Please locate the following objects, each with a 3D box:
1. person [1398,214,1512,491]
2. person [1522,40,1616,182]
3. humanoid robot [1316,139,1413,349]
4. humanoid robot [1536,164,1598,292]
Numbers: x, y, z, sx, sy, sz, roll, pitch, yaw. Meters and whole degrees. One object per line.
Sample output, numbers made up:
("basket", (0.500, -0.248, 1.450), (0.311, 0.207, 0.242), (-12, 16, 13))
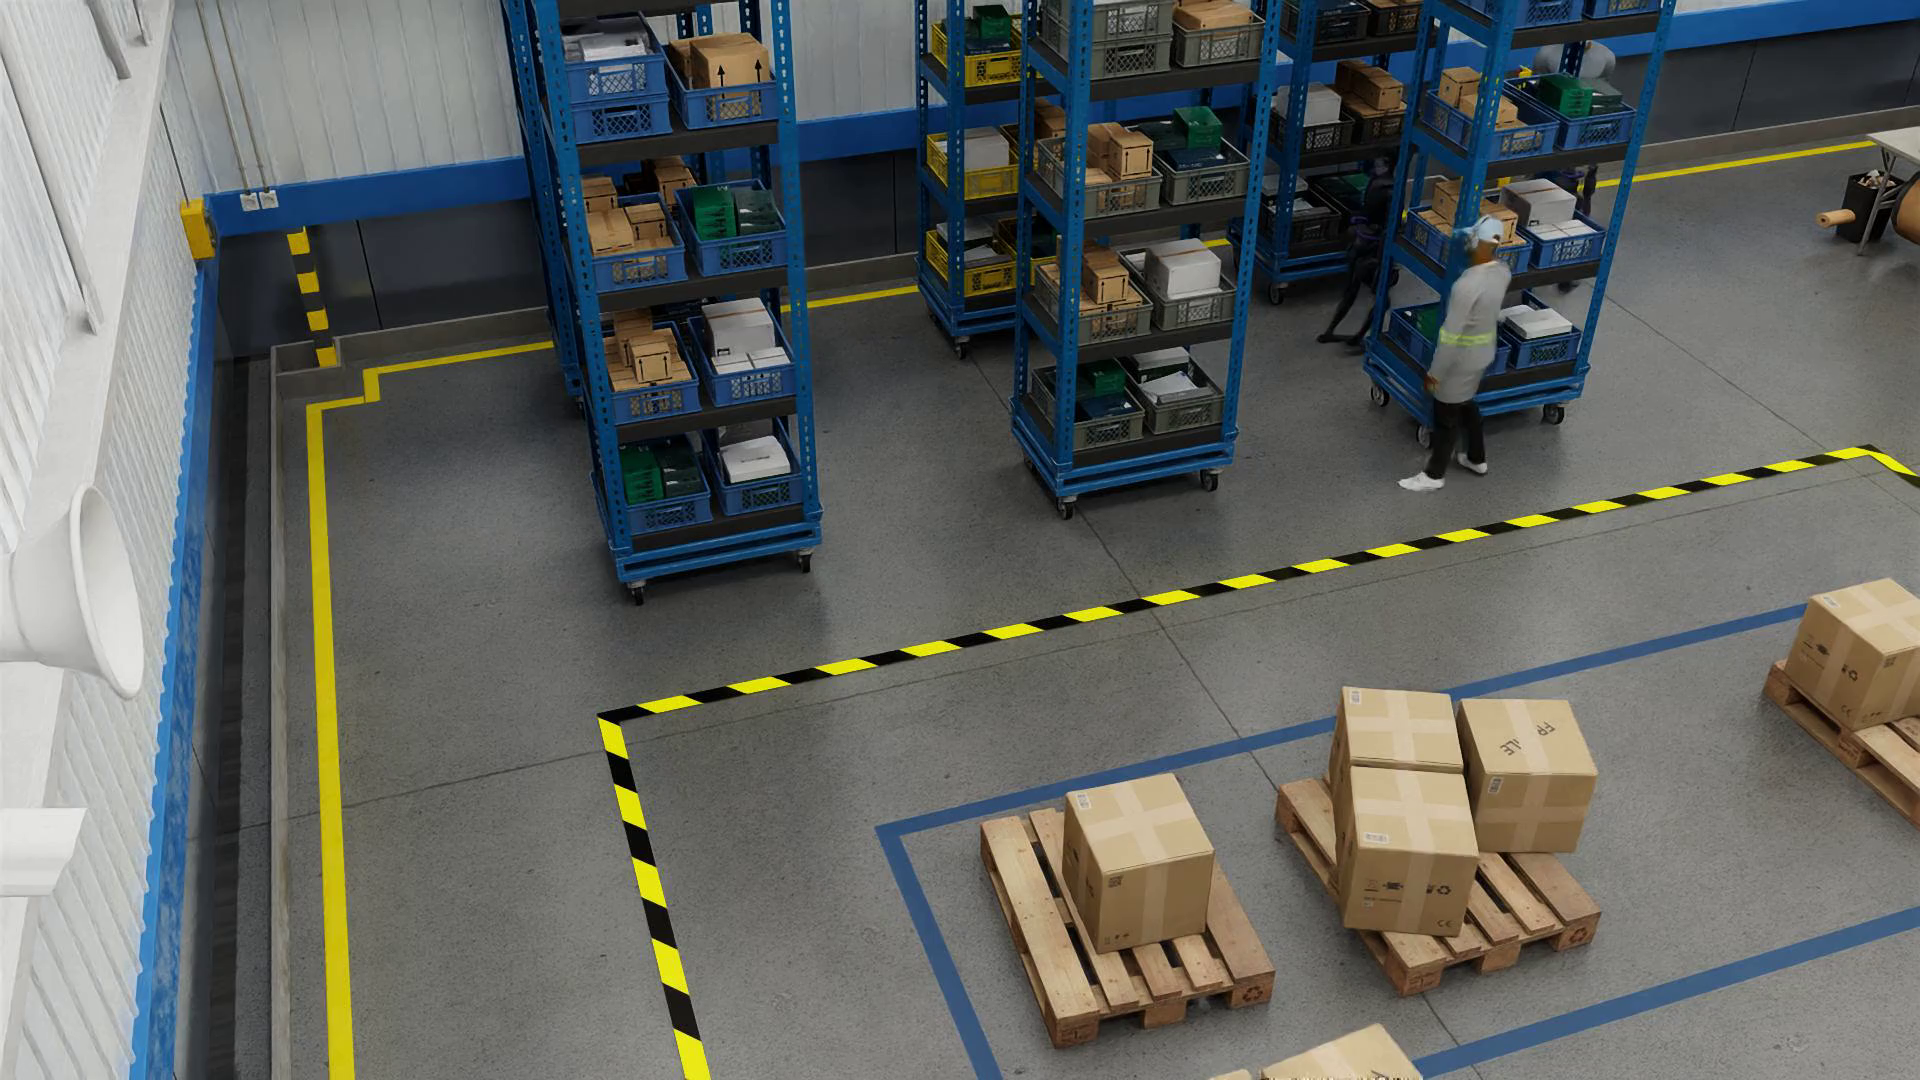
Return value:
("person", (3.133, -1.115, 10.289), (0.442, 1.827, 0.696), (25, 42, 30))
("person", (4.784, -3.273, 13.248), (0.636, 1.938, 0.359), (4, 35, 5))
("humanoid robot", (2.871, -2.064, 11.779), (0.434, 1.628, 0.616), (-1, 35, -2))
("humanoid robot", (4.615, -2.700, 12.661), (0.409, 1.653, 0.586), (-16, 38, -21))
